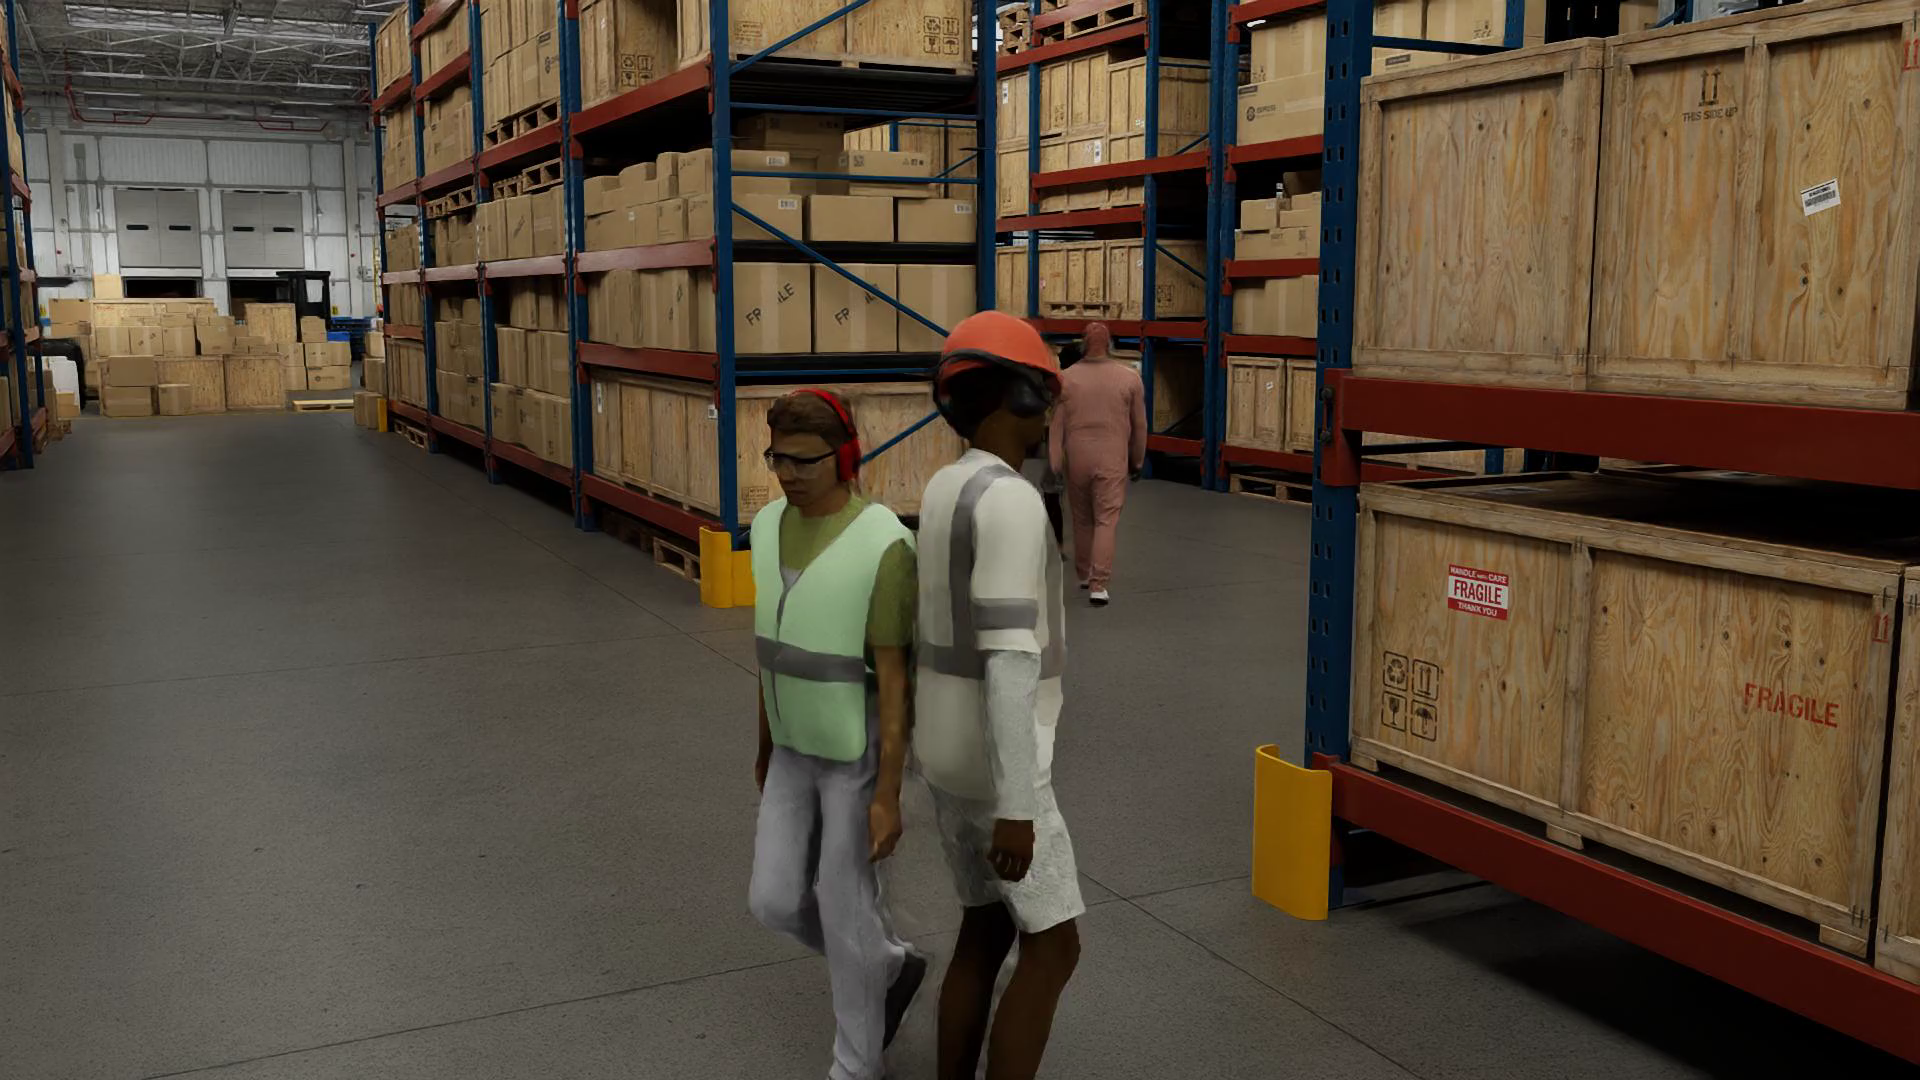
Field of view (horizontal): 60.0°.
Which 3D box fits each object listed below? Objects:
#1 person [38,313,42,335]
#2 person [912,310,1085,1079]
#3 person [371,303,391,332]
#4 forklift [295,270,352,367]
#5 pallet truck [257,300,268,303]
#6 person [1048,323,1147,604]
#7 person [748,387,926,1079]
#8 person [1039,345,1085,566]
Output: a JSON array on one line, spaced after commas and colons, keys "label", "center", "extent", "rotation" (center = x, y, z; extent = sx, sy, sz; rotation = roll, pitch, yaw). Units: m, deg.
[{"label": "person", "center": [-28.045, -6.203, 50.245], "extent": [0.999, 1.885, 0.651], "rotation": [-3, 9, -18]}, {"label": "person", "center": [0.087, 0.494, 3.737], "extent": [0.421, 1.990, 0.692], "rotation": [-2, 9, -17]}, {"label": "person", "center": [-14.663, -5.035, 42.129], "extent": [0.571, 1.923, 0.554], "rotation": [8, 11, 43]}, {"label": "forklift", "center": [-18.442, -6.309, 47.594], "extent": [1.873, 2.768, 1.129], "rotation": [6, 10, 36]}, {"label": "pallet truck", "center": [-23.913, -7.404, 58.171], "extent": [1.885, 1.965, 0.823], "rotation": [-1, 8, -9]}, {"label": "person", "center": [0.932, -0.526, 11.232], "extent": [0.639, 1.858, 1.003], "rotation": [2, 9, 14]}, {"label": "person", "center": [-0.279, 0.527, 4.101], "extent": [0.484, 1.819, 0.615], "rotation": [-8, 12, -44]}, {"label": "person", "center": [0.841, -0.621, 12.508], "extent": [0.544, 1.681, 0.524], "rotation": [-3, 9, -19]}]
